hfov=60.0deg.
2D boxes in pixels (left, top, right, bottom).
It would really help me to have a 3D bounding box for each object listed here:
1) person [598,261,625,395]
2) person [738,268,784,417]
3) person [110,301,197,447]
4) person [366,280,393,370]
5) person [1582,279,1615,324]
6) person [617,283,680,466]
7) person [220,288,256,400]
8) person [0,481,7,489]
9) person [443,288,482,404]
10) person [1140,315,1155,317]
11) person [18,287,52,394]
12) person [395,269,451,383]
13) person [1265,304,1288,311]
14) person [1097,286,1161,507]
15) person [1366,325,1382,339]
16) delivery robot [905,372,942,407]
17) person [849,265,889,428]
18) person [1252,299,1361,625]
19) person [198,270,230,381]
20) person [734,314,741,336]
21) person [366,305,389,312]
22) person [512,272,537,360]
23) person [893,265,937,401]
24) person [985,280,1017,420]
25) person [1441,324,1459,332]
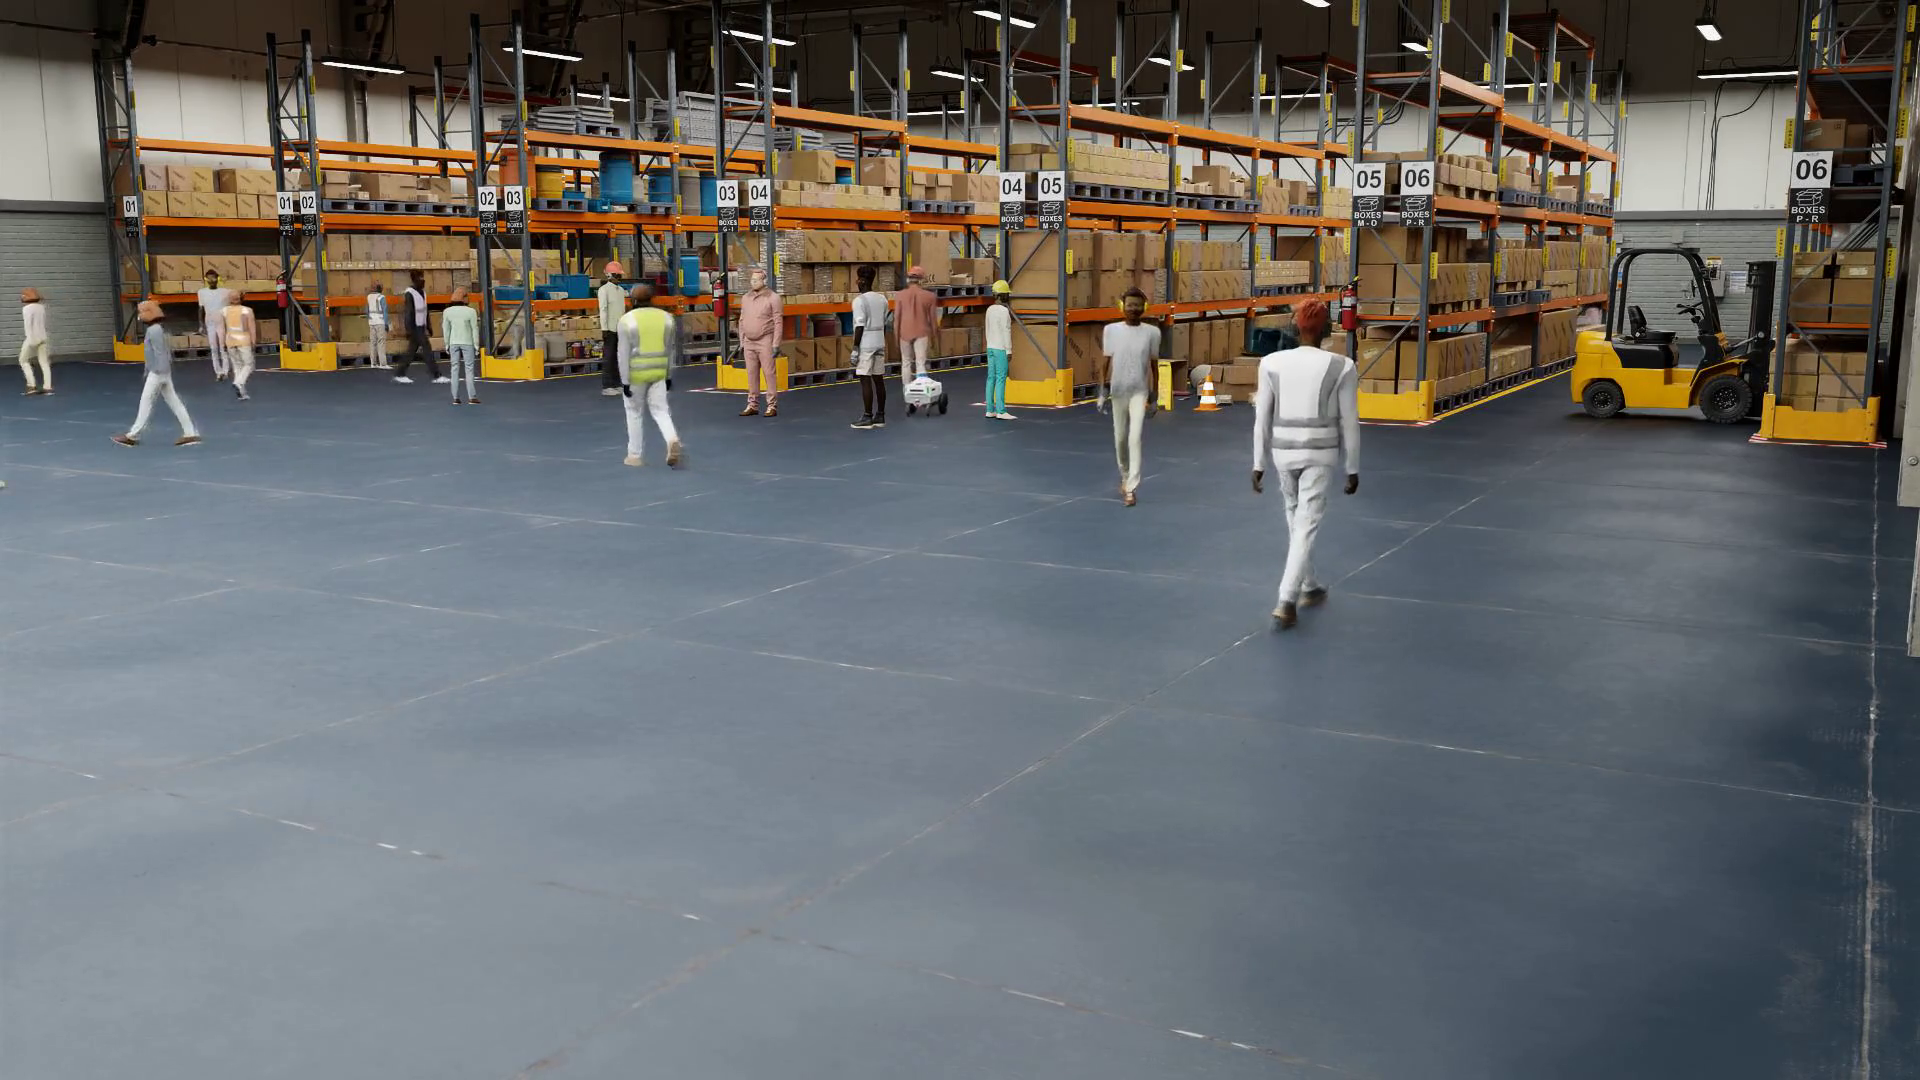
[{"bbox_3d":[-5.168,-3.165,24.905,0.396,1.992,0.621,3,10,19],"label":"person"},{"bbox_3d":[-2.603,-2.545,21.519,0.650,1.913,0.409,5,11,28],"label":"person"},{"bbox_3d":[-8.783,-1.797,18.069,0.866,1.580,0.525,-4,10,-22],"label":"person"},{"bbox_3d":[-10.661,-3.938,30.475,0.521,1.636,0.311,6,12,33],"label":"person"},{"bbox_3d":[13.805,-5.017,35.843,0.606,1.951,0.828,-4,11,-23],"label":"person"},{"bbox_3d":[-3.051,-1.601,16.268,0.632,1.823,0.779,-7,12,-36],"label":"person"},{"bbox_3d":[-10.348,-2.793,23.825,0.523,1.624,0.554,1,10,5],"label":"person"},{"bbox_3d":[-8.657,-1.231,14.492,0.538,1.674,0.606,1,10,3],"label":"person"},{"bbox_3d":[-6.985,-2.715,23.324,0.502,1.632,0.277,1,10,7],"label":"person"},{"bbox_3d":[4.018,-5.036,36.030,0.629,1.937,0.376,6,11,30],"label":"person"},{"bbox_3d":[-13.920,-2.982,24.927,0.564,1.609,0.516,1,10,6],"label":"person"},{"bbox_3d":[-8.866,-3.497,27.236,0.987,1.872,0.605,0,10,3],"label":"person"},{"bbox_3d":[7.859,-5.915,40.871,0.982,2.000,0.683,8,13,39],"label":"person"},{"bbox_3d":[1.451,-1.243,14.152,0.505,1.834,0.942,2,10,14],"label":"person"},{"bbox_3d":[9.135,-5.089,36.573,0.509,1.860,0.333,2,10,14],"label":"person"},{"bbox_3d":[-0.476,-1.942,21.669,0.477,0.478,0.707,2,10,14],"label":"delivery robot"},{"bbox_3d":[-1.105,-2.327,20.081,0.368,1.966,0.600,7,12,34],"label":"person"},{"bbox_3d":[1.982,-0.458,9.528,0.587,1.836,0.999,6,11,30],"label":"person"},{"bbox_3d":[-12.345,-3.538,27.543,0.505,1.836,0.848,-3,10,-18],"label":"person"},{"bbox_3d":[-3.648,-3.644,28.651,0.555,1.657,0.814,3,10,19],"label":"person"},{"bbox_3d":[-11.855,-4.590,33.940,0.560,1.749,0.426,6,11,31],"label":"person"},{"bbox_3d":[-7.862,-3.984,30.275,0.610,1.789,0.876,5,11,28],"label":"person"},{"bbox_3d":[-0.637,-2.889,23.422,0.611,1.954,0.953,0,10,1],"label":"person"},{"bbox_3d":[0.509,-2.416,21.185,0.314,1.769,0.524,-5,11,-28],"label":"person"},{"bbox_3d":[9.915,-4.557,33.539,0.561,1.833,0.419,2,10,9],"label":"person"}]
